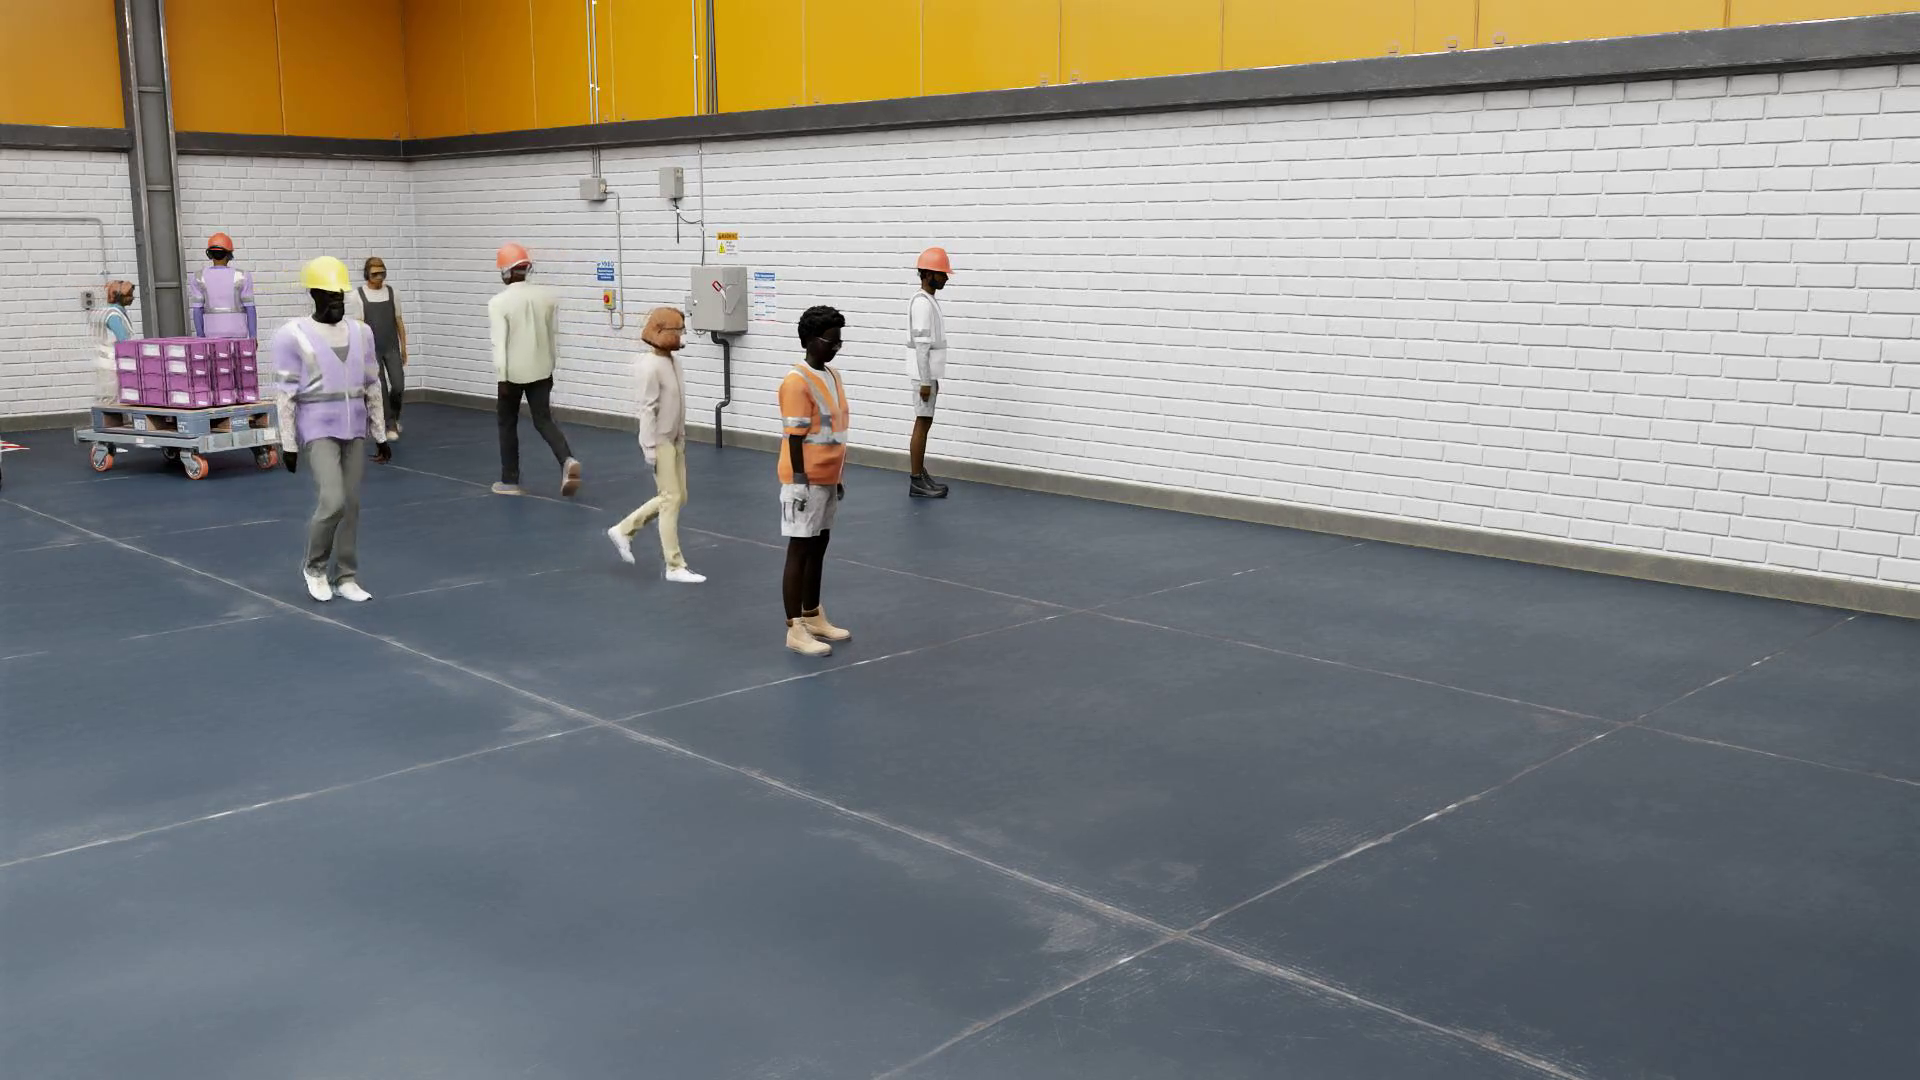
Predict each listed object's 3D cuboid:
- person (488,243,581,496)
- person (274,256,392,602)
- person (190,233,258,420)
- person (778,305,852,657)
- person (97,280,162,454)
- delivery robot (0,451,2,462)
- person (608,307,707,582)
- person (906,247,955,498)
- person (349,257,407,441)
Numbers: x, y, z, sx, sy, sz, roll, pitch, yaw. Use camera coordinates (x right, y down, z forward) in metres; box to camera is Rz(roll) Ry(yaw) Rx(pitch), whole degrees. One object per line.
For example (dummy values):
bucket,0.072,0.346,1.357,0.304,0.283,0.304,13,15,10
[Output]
person,-3.314,-1.294,12.803,0.844,1.965,0.615,10,14,42
person,-3.425,-0.592,9.142,0.416,1.913,0.585,7,12,32
person,-7.568,-2.132,17.163,0.607,2.044,0.377,-3,11,-15
person,-0.706,-0.295,8.106,0.325,1.690,0.536,3,11,17
person,-7.710,-1.592,15.411,0.710,1.604,0.508,-3,11,-15
delivery robot,-7.874,-0.707,13.198,0.477,0.478,0.707,-3,11,-18
person,-1.792,-0.557,9.734,0.582,1.615,0.507,2,11,12
person,-0.227,-1.288,12.877,0.380,1.929,0.540,0,10,0
person,-5.732,-1.880,16.409,0.519,1.814,0.477,-6,12,-31
